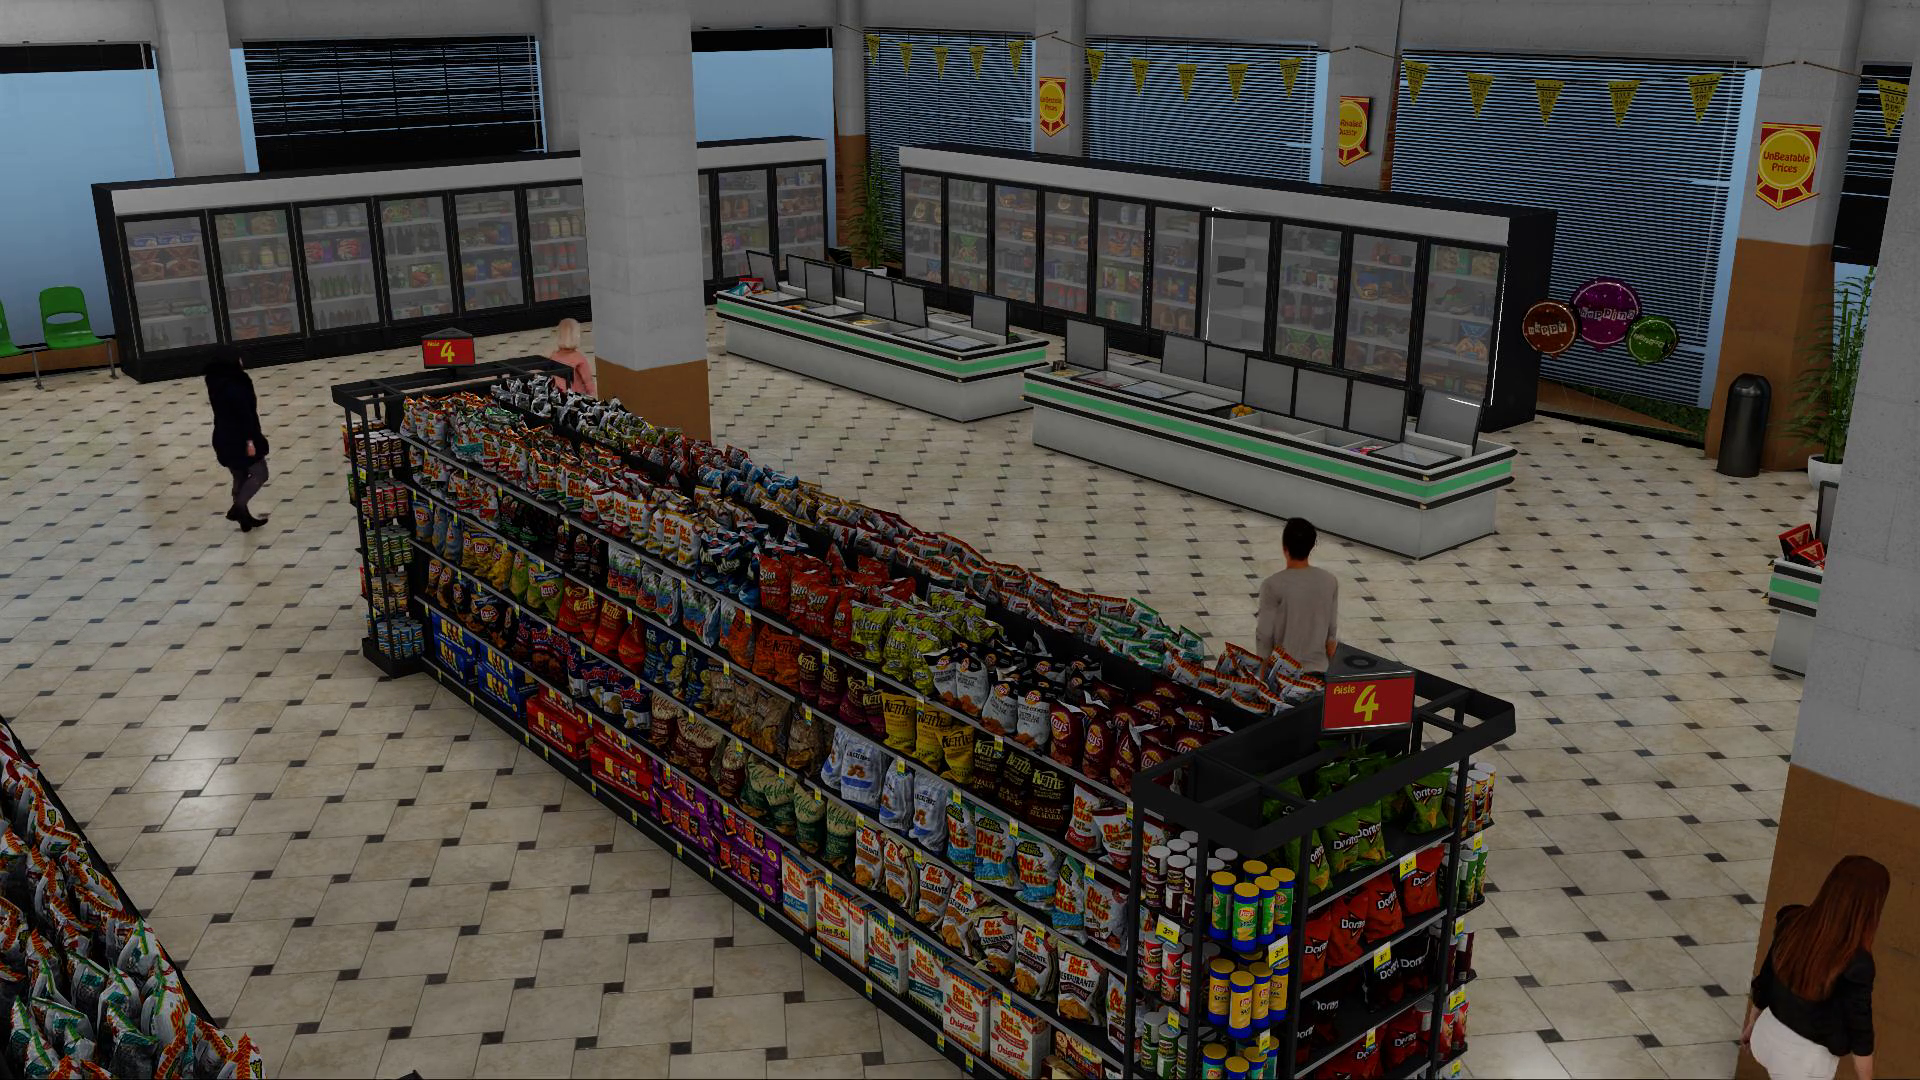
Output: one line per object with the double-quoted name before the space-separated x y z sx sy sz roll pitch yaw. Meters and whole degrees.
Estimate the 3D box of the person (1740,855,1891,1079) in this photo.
"person" 3.018 1.919 6.146 0.794 1.689 0.711 -4 19 -12

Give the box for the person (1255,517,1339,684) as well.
"person" 1.915 0.788 9.351 0.815 1.783 0.864 -2 19 -7

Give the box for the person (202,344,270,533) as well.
"person" -6.322 -0.853 14.401 0.683 1.666 0.793 15 24 37

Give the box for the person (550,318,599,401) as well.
"person" -3.583 -1.136 15.227 1.150 1.675 0.867 13 22 33
